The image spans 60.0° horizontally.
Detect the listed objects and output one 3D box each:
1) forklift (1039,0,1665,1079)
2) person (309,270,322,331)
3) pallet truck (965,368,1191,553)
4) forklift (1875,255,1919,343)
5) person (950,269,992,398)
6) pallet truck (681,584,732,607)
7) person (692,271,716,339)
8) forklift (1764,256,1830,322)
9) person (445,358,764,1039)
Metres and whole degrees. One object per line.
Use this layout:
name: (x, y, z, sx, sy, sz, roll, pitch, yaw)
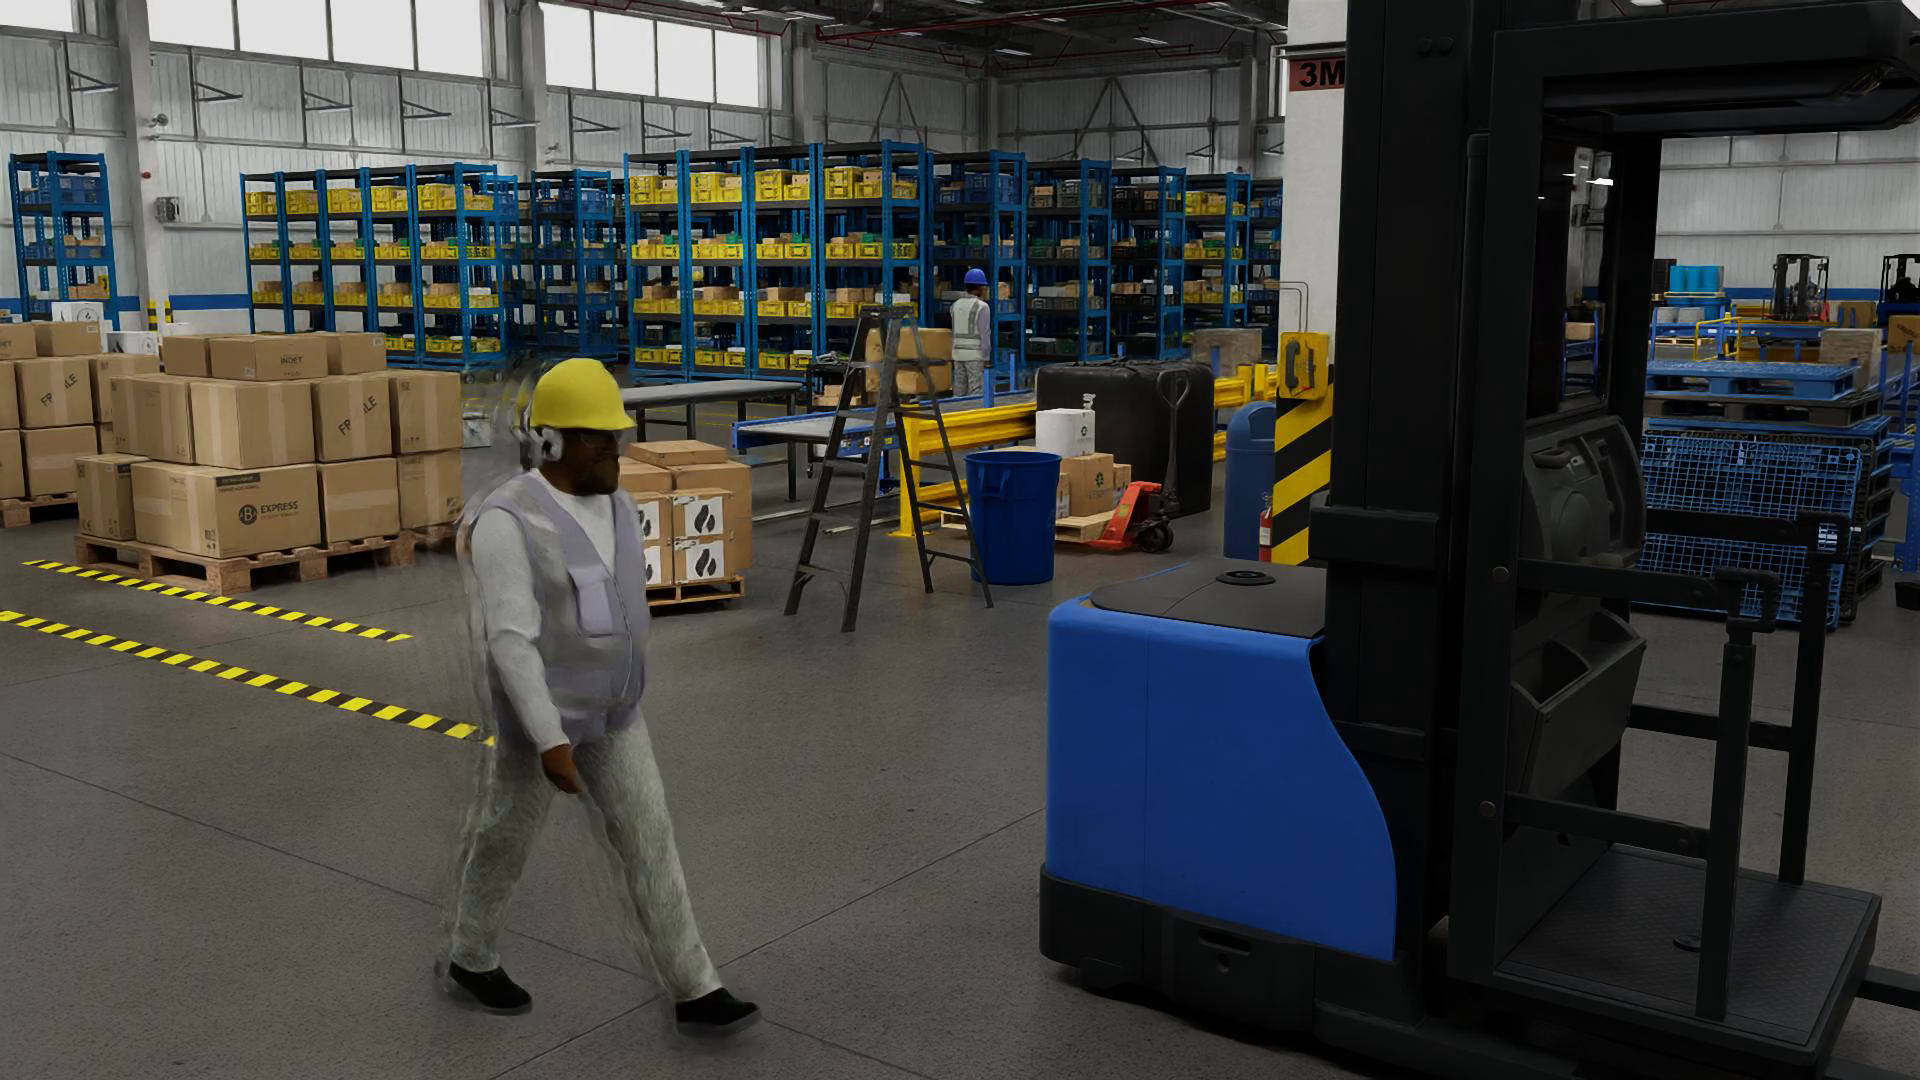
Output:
forklift: (1.249, -0.137, 4.360, 1.873, 2.768, 1.129, 7, 12, 35)
person: (-12.109, -4.192, 31.581, 0.570, 1.844, 0.377, 4, 10, 21)
pallet truck: (0.845, -0.609, 11.869, 1.630, 1.274, 0.653, 7, 12, 35)
forklift: (22.089, -5.634, 38.796, 1.157, 1.987, 2.680, 6, 11, 33)
person: (0.136, -2.022, 18.401, 0.425, 1.938, 0.603, -8, 12, -39)
pallet truck: (-1.981, -0.274, 10.088, 0.680, 1.201, 1.601, -5, 11, -28)
person: (-4.609, -3.822, 29.406, 0.590, 1.837, 0.404, -3, 10, -18)
forklift: (20.253, -5.854, 40.139, 1.157, 1.987, 2.680, 7, 12, 35)
person: (-0.996, 0.423, 4.314, 0.973, 1.782, 0.587, 5, 11, 29)
